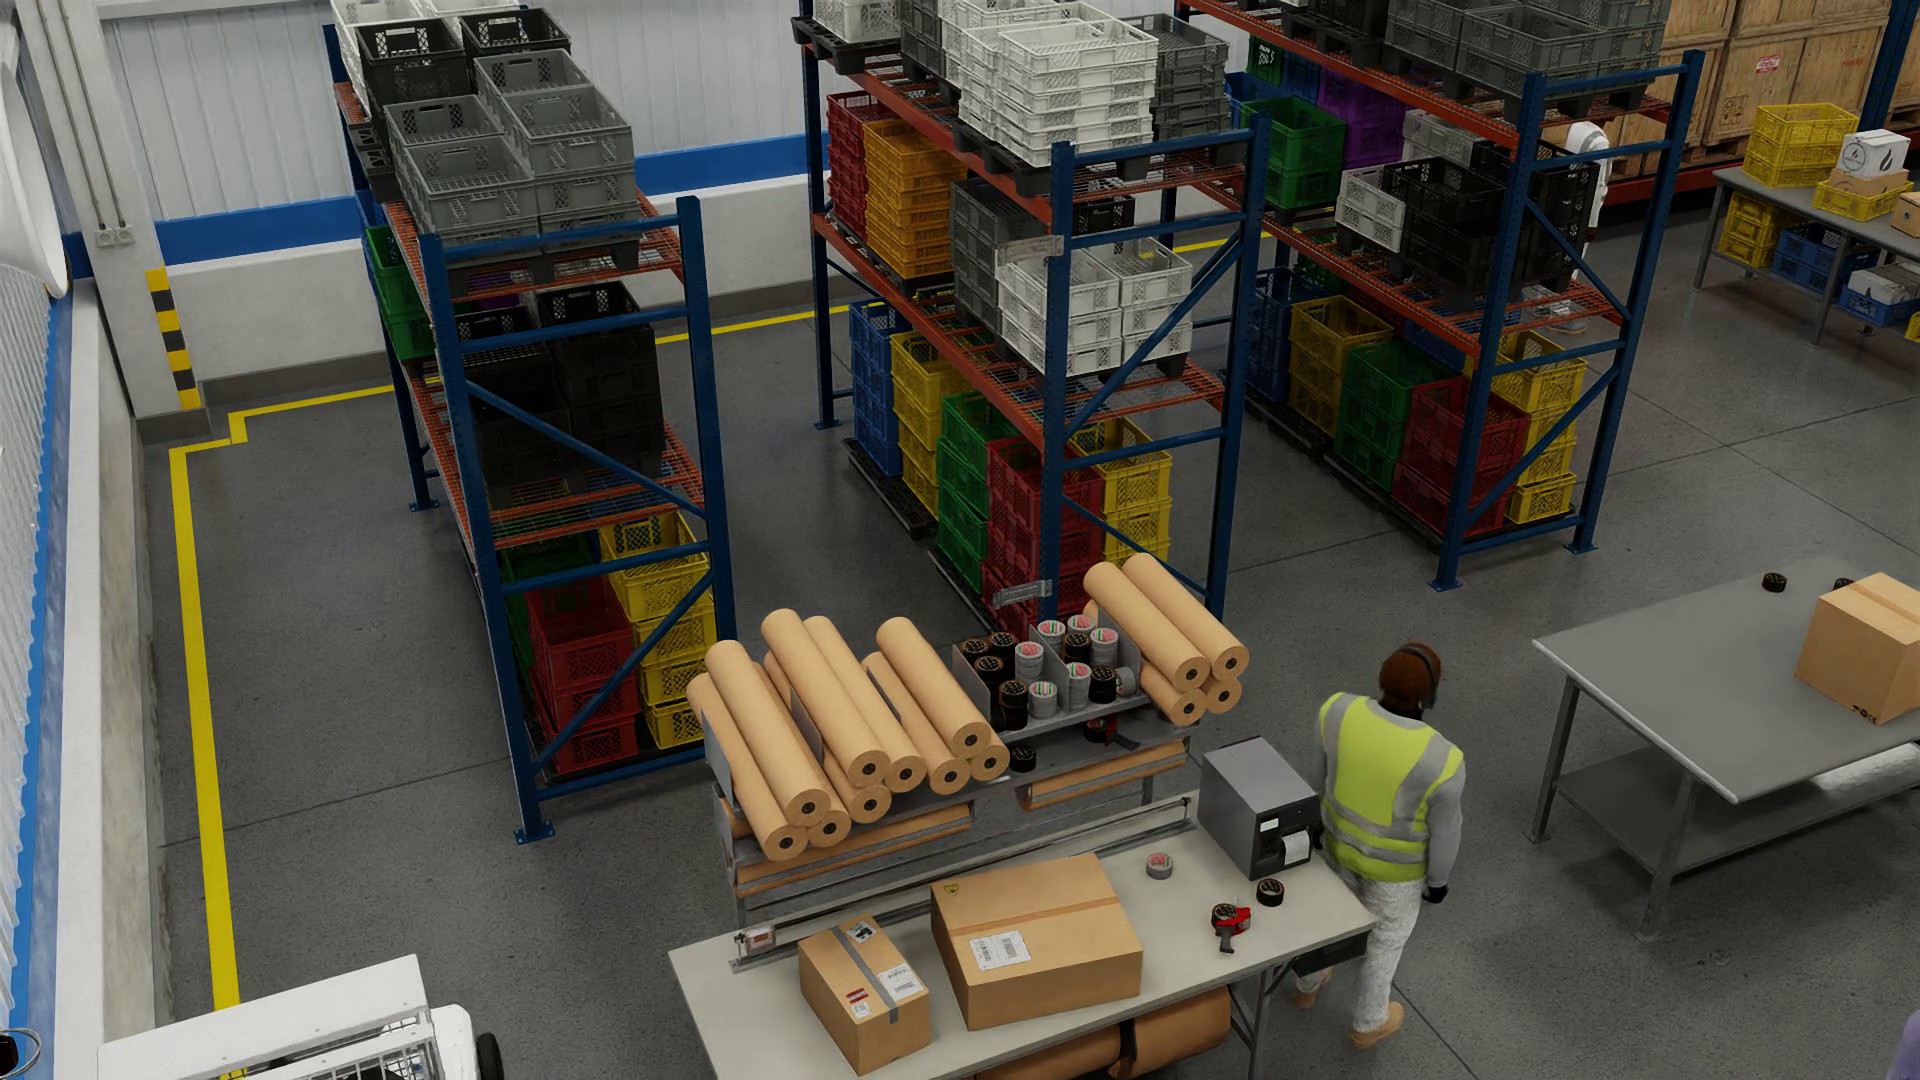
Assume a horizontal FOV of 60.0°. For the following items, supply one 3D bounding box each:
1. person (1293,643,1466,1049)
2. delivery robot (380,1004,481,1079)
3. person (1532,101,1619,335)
[{"bbox_3d":[1.646,1.198,6.535,0.431,1.828,0.635,-27,41,-36],"label":"person"},{"bbox_3d":[-1.969,2.083,6.207,0.477,0.478,0.707,-10,33,-15],"label":"delivery robot"},{"bbox_3d":[4.631,-2.476,12.438,0.340,1.882,0.586,-2,32,-3],"label":"person"}]
